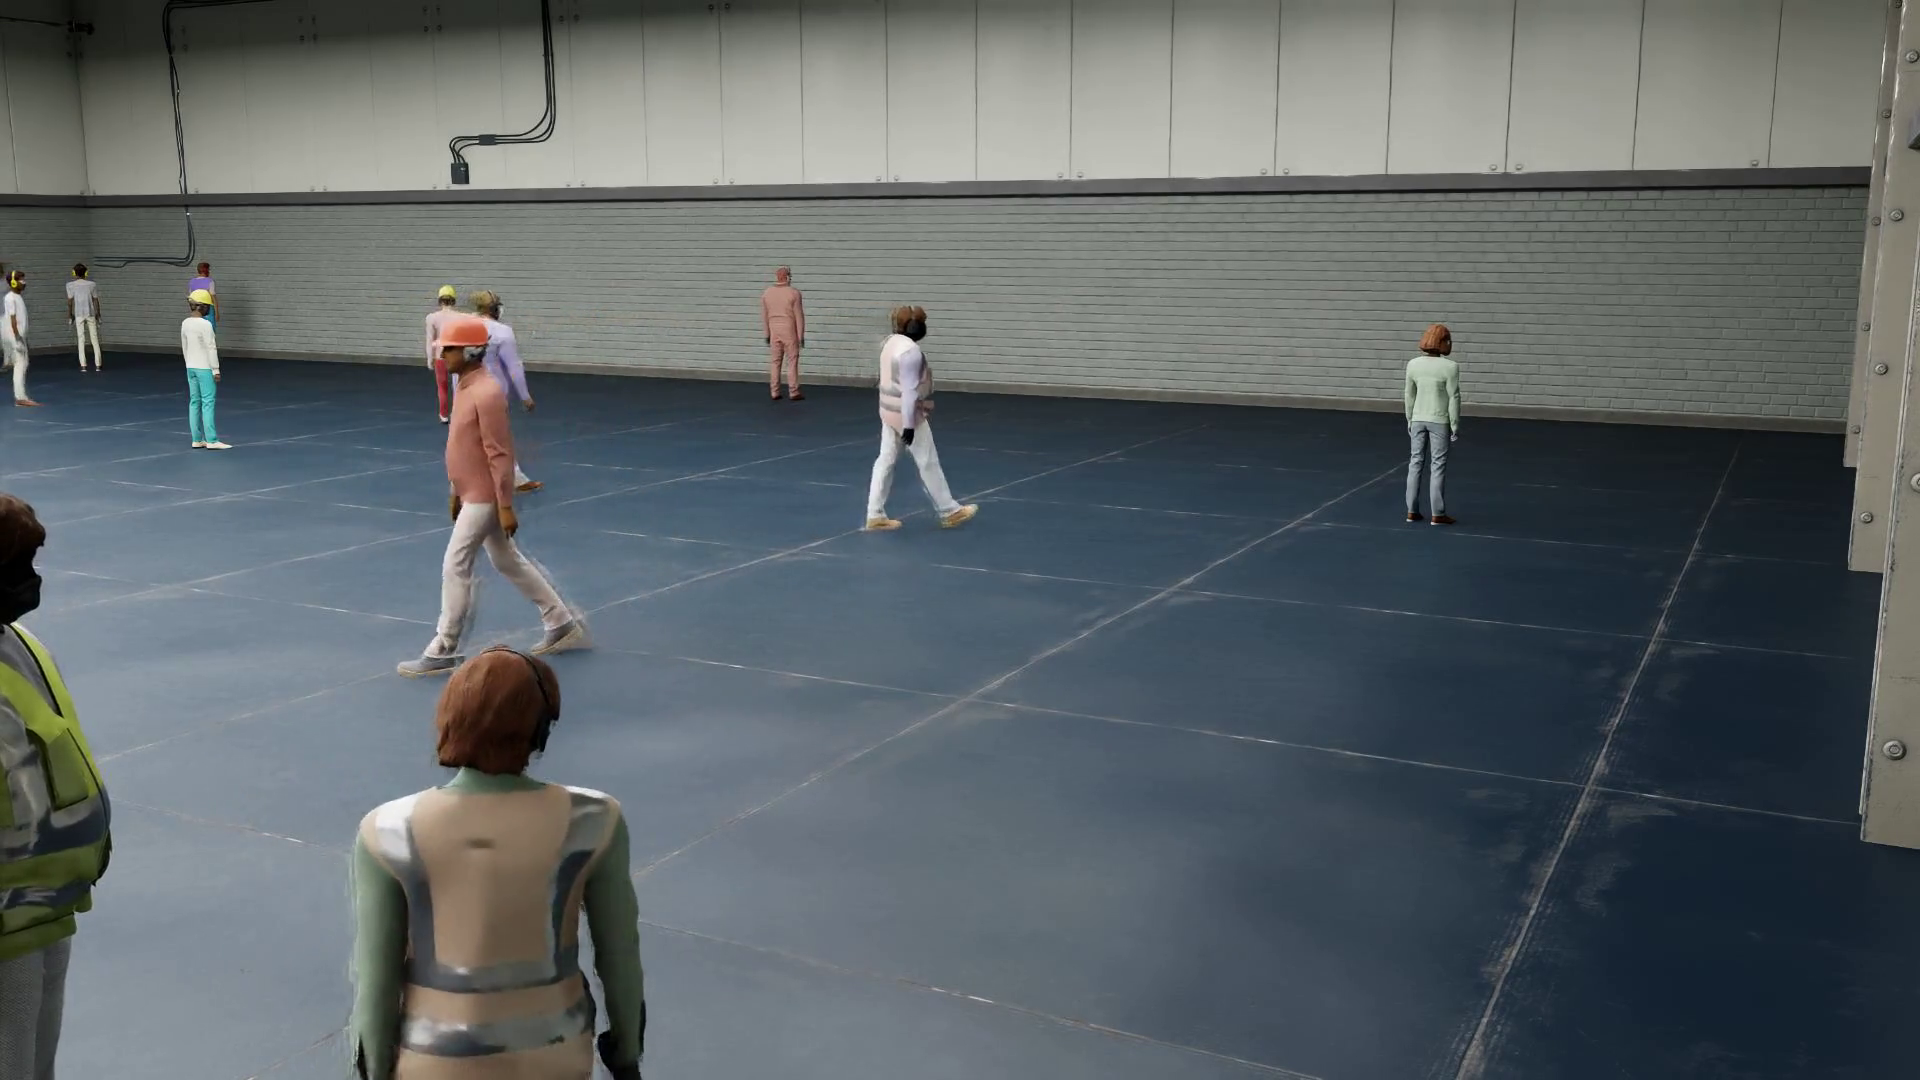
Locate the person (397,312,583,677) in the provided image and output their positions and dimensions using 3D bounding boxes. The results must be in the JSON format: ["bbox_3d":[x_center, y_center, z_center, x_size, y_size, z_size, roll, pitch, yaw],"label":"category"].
[{"bbox_3d":[-2.556,-0.265,9.064,1.018,1.952,0.641,-5,12,-26],"label":"person"}]

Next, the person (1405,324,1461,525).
[{"bbox_3d":[3.859,-0.940,13.583,0.280,1.633,0.500,-9,14,-41],"label":"person"}]

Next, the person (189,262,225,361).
[{"bbox_3d":[-14.080,-4.240,31.004,0.570,1.840,0.372,4,11,18],"label":"person"}]

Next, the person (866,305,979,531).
[{"bbox_3d":[-0.338,-0.967,13.278,0.941,1.791,0.657,-4,11,-21],"label":"person"}]

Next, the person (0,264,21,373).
[{"bbox_3d":[-16.509,-3.836,28.636,0.685,1.898,0.761,4,11,19],"label":"person"}]

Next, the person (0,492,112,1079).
[{"bbox_3d":[-2.025,0.801,3.531,0.429,1.840,0.622,-3,11,-14],"label":"person"}]

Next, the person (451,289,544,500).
[{"bbox_3d":[-4.158,-1.268,14.713,0.627,1.890,1.045,8,13,38],"label":"person"}]

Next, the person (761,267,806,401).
[{"bbox_3d":[-2.495,-2.943,23.764,0.651,1.904,0.403,4,11,23],"label":"person"}]

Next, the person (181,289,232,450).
[{"bbox_3d":[-8.321,-1.868,18.305,0.523,1.760,0.325,7,12,32],"label":"person"}]

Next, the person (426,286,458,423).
[{"bbox_3d":[-6.283,-2.248,20.482,0.545,1.720,0.902,-4,11,-18],"label":"person"}]

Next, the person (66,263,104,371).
[{"bbox_3d":[-15.195,-3.858,28.876,0.520,1.862,0.327,-5,12,-27],"label":"person"}]

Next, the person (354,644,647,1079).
[{"bbox_3d":[-0.845,1.005,3.080,0.524,1.594,0.805,-2,11,-9],"label":"person"}]

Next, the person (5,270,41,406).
[{"bbox_3d":[-12.996,-2.787,23.007,0.316,1.870,0.529,-4,11,-19],"label":"person"}]
